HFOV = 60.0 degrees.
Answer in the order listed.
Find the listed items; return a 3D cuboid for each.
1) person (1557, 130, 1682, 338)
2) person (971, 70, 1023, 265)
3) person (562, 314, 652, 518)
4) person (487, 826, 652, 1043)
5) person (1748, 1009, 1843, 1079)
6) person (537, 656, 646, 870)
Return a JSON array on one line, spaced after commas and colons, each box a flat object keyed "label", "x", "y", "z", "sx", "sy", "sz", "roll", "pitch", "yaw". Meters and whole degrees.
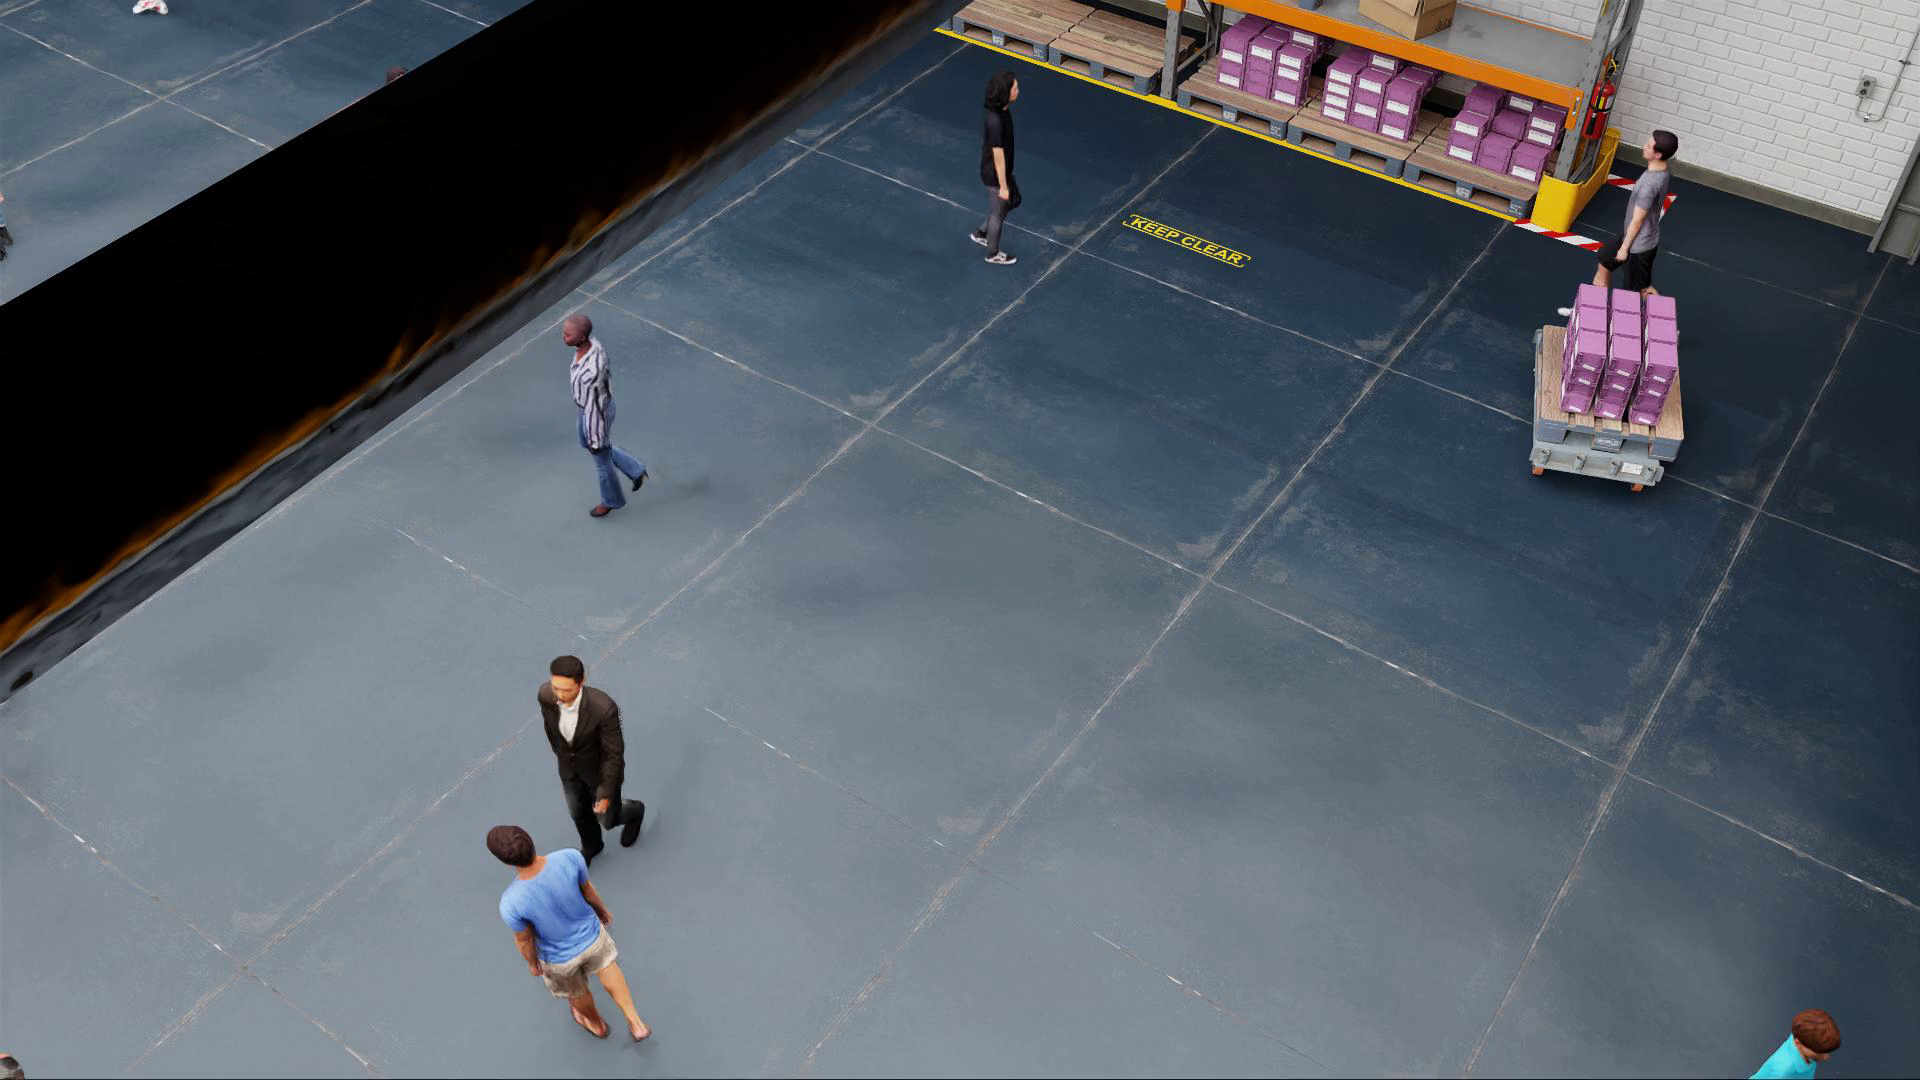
[{"label": "person", "x": 5.525, "y": -2.370, "z": 13.277, "sx": 1.237, "sy": 1.842, "sz": 0.769, "roll": 19, "pitch": 47, "yaw": 19}, {"label": "person", "x": 0.238, "y": -3.137, "z": 14.097, "sx": 0.811, "sy": 1.820, "sz": 0.766, "roll": 5, "pitch": 44, "yaw": 5}, {"label": "person", "x": -2.478, "y": -0.879, "z": 11.754, "sx": 0.891, "sy": 1.782, "sz": 0.829, "roll": -11, "pitch": 45, "yaw": -11}, {"label": "person", "x": -1.973, "y": 2.122, "z": 8.567, "sx": 0.810, "sy": 1.834, "sz": 0.911, "roll": -28, "pitch": 50, "yaw": -26}, {"label": "person", "x": 3.975, "y": 2.742, "z": 8.196, "sx": 0.512, "sy": 1.448, "sz": 0.550, "roll": 34, "pitch": 53, "yaw": 30}, {"label": "person", "x": -2.070, "y": 1.235, "z": 9.534, "sx": 0.854, "sy": 1.785, "sz": 0.870, "roll": 19, "pitch": 47, "yaw": 19}]
